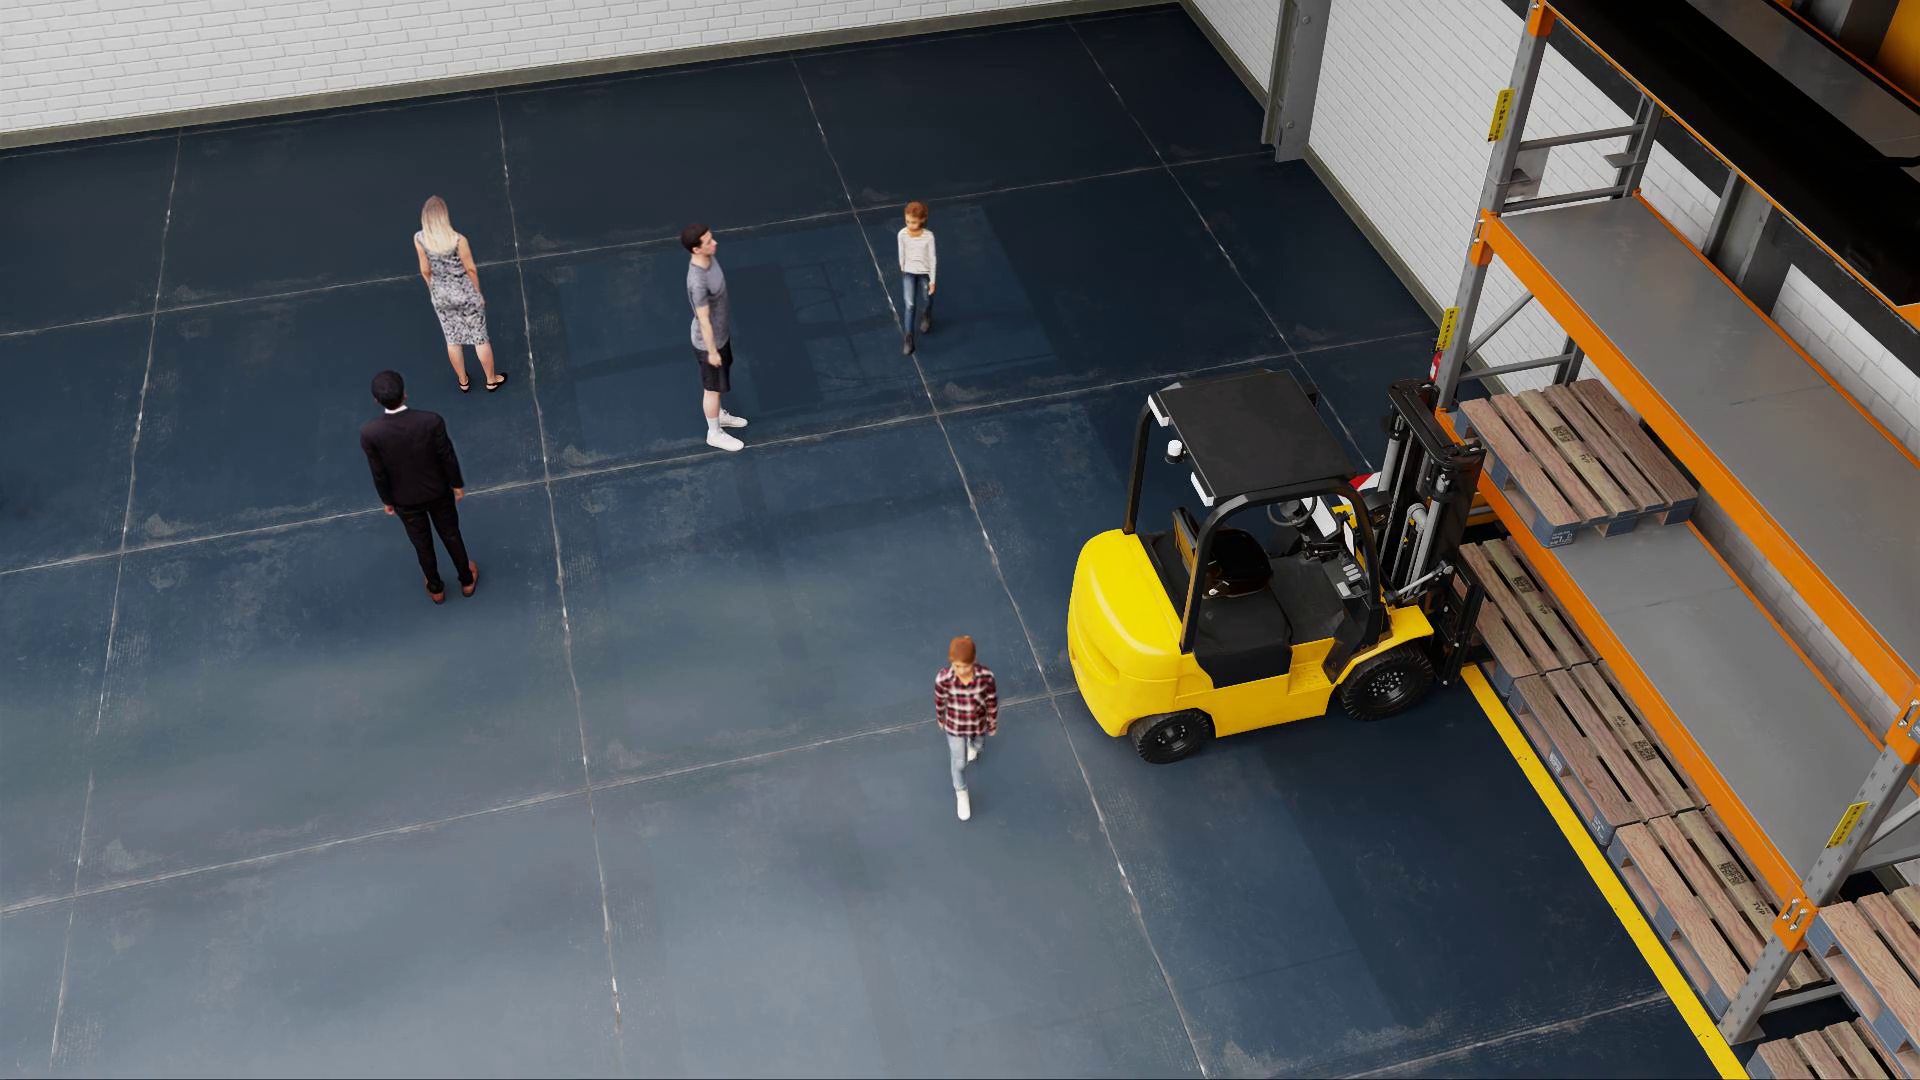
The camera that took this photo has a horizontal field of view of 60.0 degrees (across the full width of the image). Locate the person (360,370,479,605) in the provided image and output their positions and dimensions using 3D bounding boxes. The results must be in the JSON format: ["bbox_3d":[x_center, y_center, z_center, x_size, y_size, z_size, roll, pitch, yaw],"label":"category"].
[{"bbox_3d":[-3.547,-0.331,10.924,0.703,1.883,0.555,-13,45,-13],"label":"person"}]

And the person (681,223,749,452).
[{"bbox_3d":[-1.834,-1.508,12.168,0.780,1.871,0.607,2,44,2],"label":"person"}]

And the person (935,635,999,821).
[{"bbox_3d":[0.043,1.021,9.932,0.584,1.294,0.879,-5,44,-5],"label":"person"}]

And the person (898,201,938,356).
[{"bbox_3d":[-0.300,-2.163,13.280,0.711,1.287,0.949,6,44,6],"label":"person"}]

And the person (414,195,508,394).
[{"bbox_3d":[-3.836,-1.840,12.637,0.628,1.704,0.608,3,44,4],"label":"person"}]
